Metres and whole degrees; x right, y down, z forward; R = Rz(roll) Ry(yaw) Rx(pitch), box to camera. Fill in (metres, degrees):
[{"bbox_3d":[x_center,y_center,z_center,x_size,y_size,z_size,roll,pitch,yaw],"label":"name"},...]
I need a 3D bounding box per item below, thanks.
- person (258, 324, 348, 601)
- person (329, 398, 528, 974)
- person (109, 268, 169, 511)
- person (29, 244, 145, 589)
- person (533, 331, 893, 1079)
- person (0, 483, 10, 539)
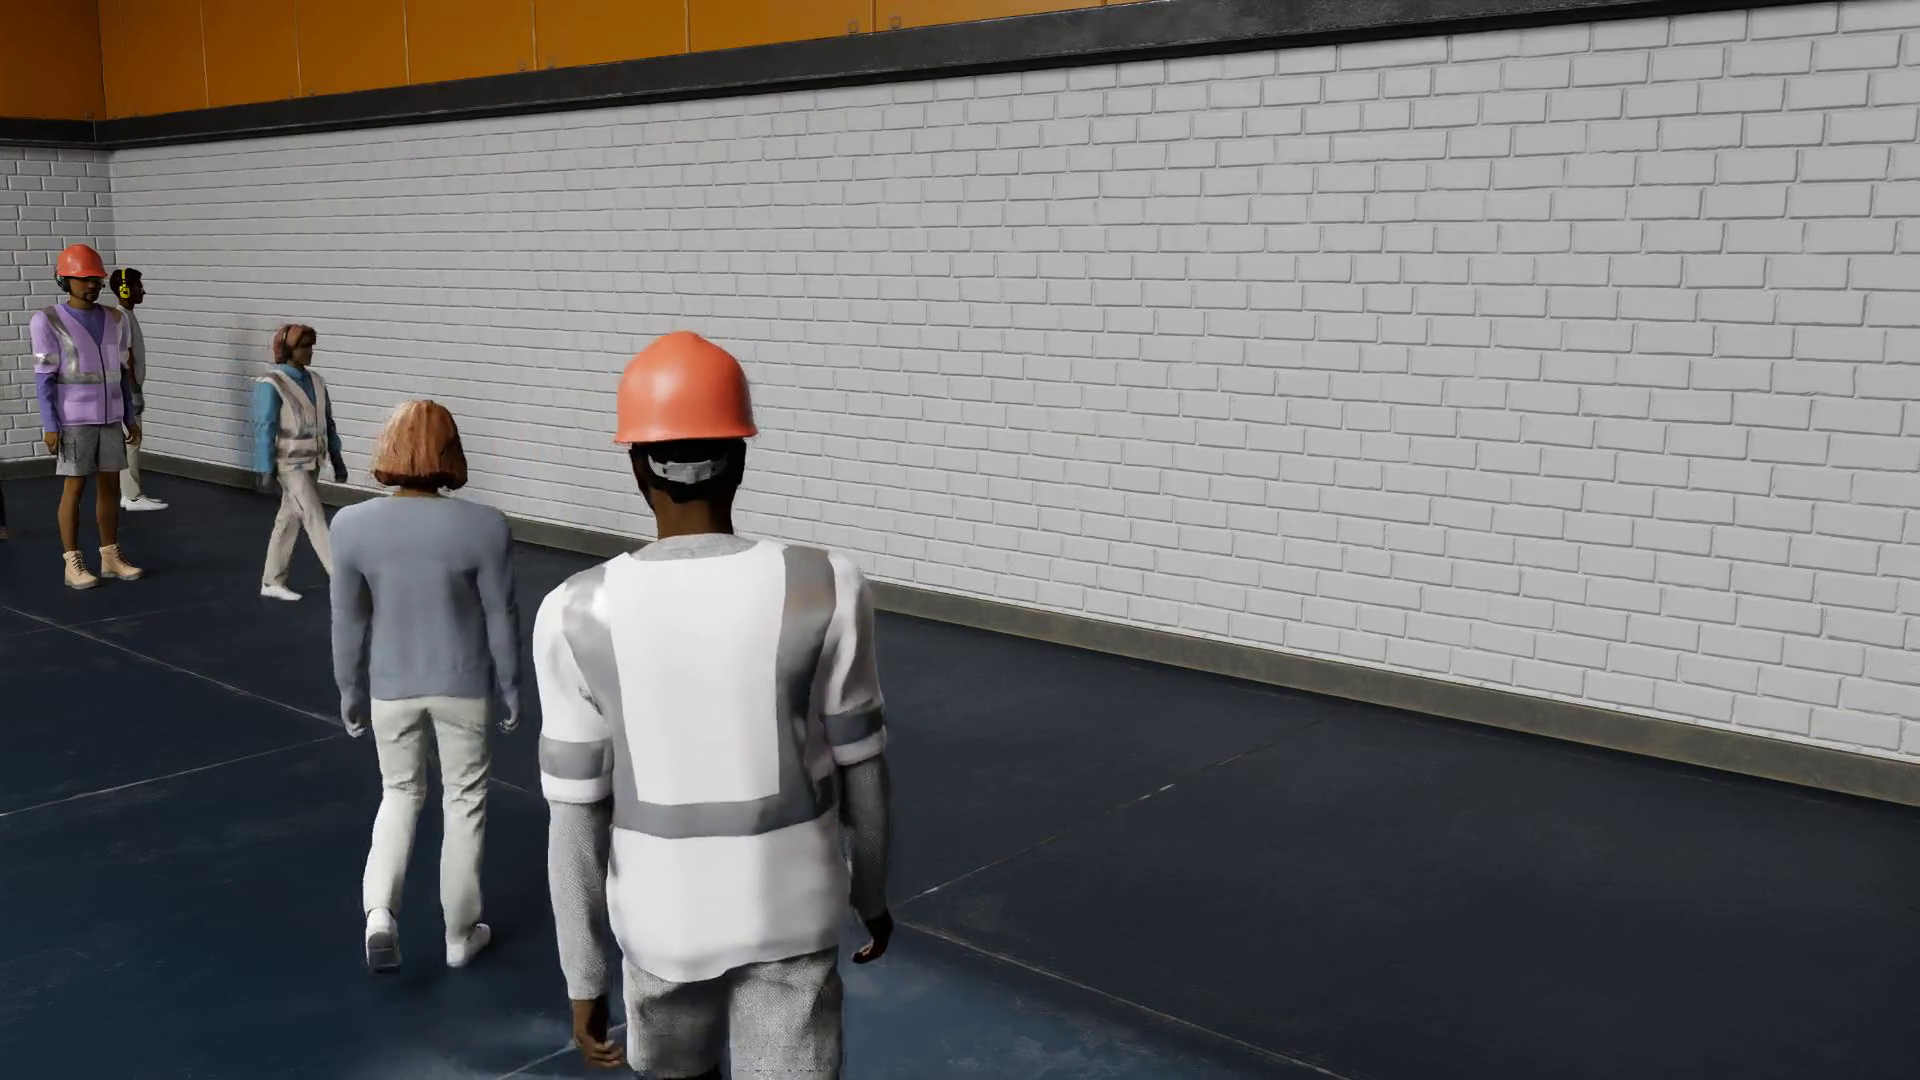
[{"bbox_3d":[-3.667,-0.414,9.389,0.848,1.586,0.538,2,10,12],"label":"person"},{"bbox_3d":[-1.457,0.426,4.552,0.505,1.619,0.464,0,10,0],"label":"person"},{"bbox_3d":[-6.413,-1.165,12.898,0.335,1.873,0.520,-6,12,-30],"label":"person"},{"bbox_3d":[-5.190,-0.736,9.965,0.393,2.041,0.613,5,11,26],"label":"person"},{"bbox_3d":[-0.393,0.609,2.737,0.555,1.902,0.946,0,10,0],"label":"person"},{"bbox_3d":[-6.878,-0.943,11.354,0.570,1.969,0.659,-3,10,-15],"label":"person"}]
